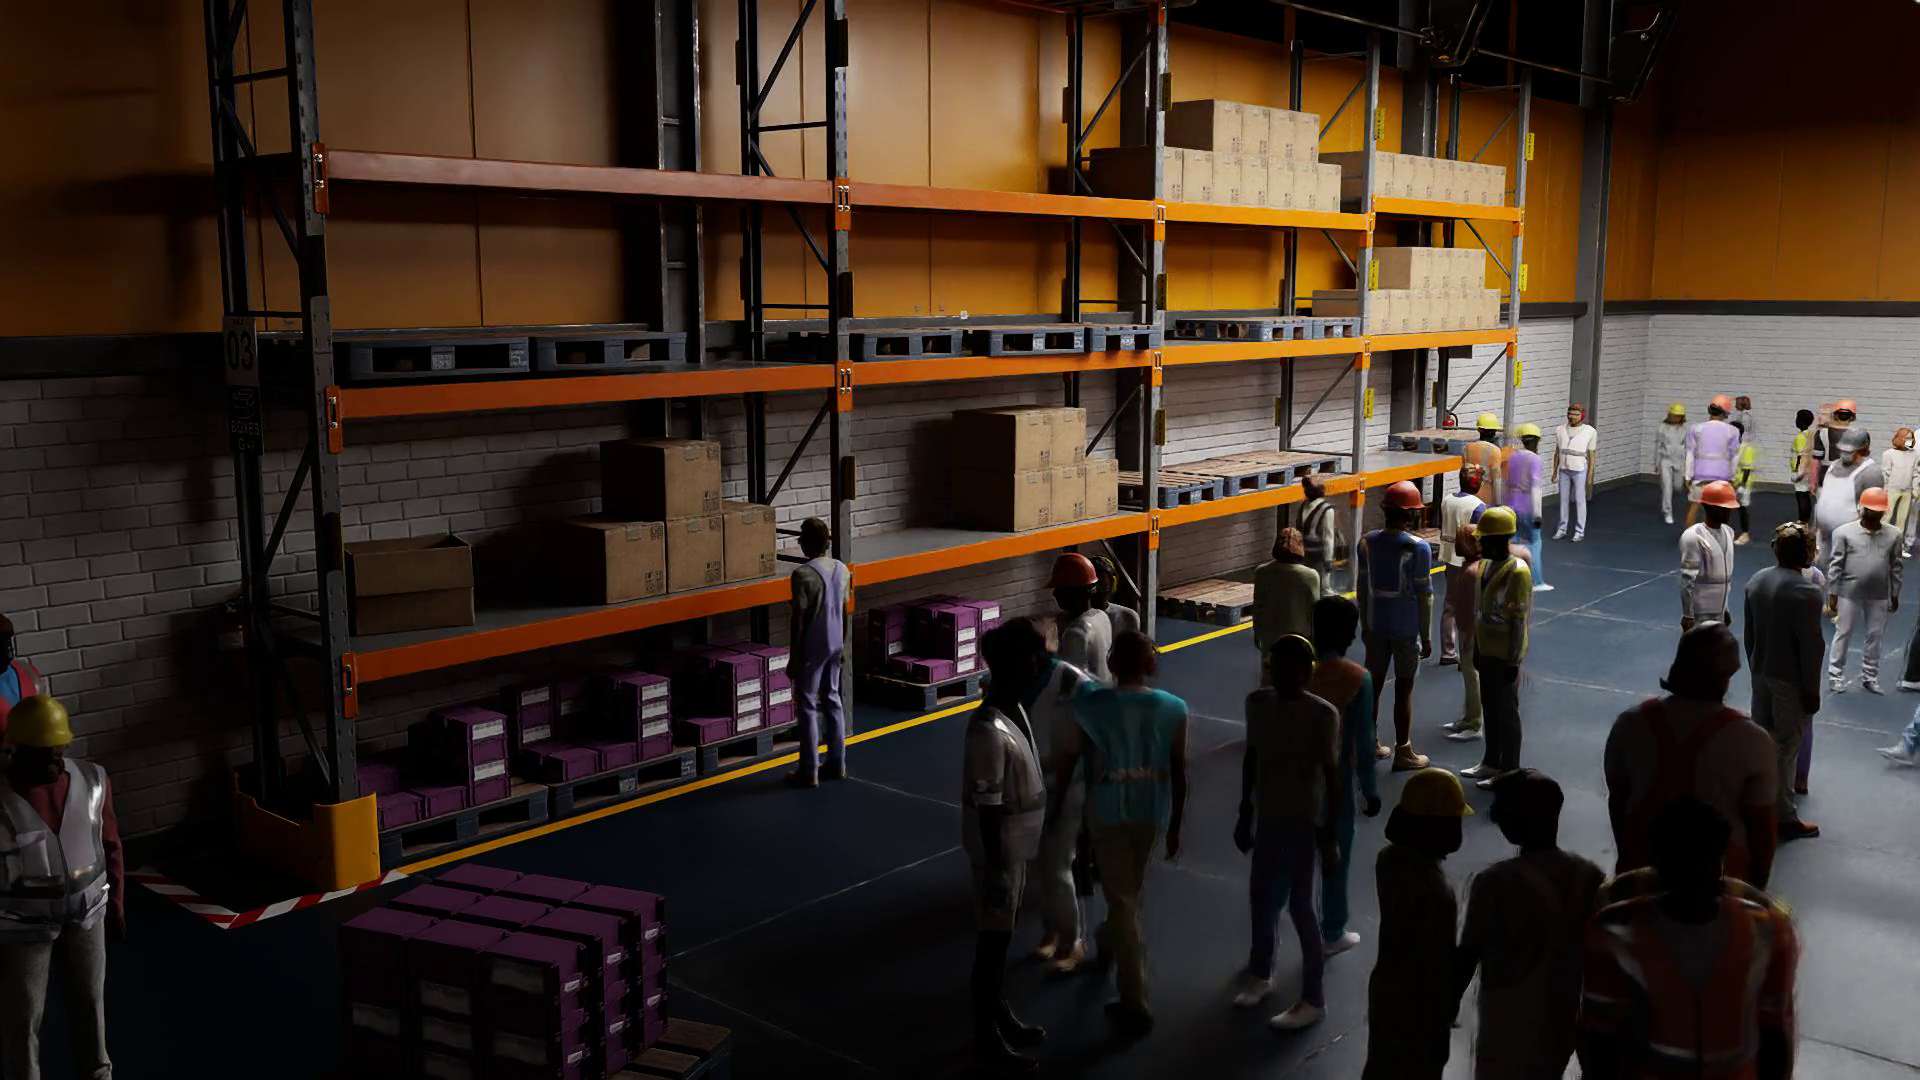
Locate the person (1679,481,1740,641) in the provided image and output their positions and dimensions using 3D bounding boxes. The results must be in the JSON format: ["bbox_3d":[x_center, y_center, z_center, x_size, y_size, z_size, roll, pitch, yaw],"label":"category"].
[{"bbox_3d":[5.698,0.507,12.643,0.551,1.934,0.373,-6,10,-32],"label":"person"}]

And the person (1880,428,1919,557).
[{"bbox_3d":[11.668,-0.586,20.685,0.502,1.627,0.281,-1,9,-8],"label":"person"}]

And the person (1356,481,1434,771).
[{"bbox_3d":[3.071,0.599,11.709,0.379,2.044,0.607,-7,11,-39],"label":"person"}]

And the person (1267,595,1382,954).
[{"bbox_3d":[1.817,1.193,8.374,0.587,1.889,0.623,-8,12,-42],"label":"person"}]

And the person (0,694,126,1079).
[{"bbox_3d":[-3.617,1.500,6.609,0.403,1.824,0.592,7,11,39],"label":"person"}]

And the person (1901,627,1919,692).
[{"bbox_3d":[8.315,0.348,13.877,0.938,1.868,0.604,-2,9,-13],"label":"person"}]

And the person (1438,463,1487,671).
[{"bbox_3d":[4.443,0.238,14.696,0.390,1.838,0.564,-3,9,-20],"label":"person"}]

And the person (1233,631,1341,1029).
[{"bbox_3d":[1.498,1.322,7.709,0.428,1.845,0.576,-8,12,-43],"label":"person"}]

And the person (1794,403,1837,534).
[{"bbox_3d":[11.023,-0.816,21.363,0.856,1.873,0.659,-2,9,-12],"label":"person"}]

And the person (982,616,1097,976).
[{"bbox_3d":[0.412,1.251,8.273,0.644,1.803,0.569,6,11,34],"label":"person"}]

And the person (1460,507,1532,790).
[{"bbox_3d":[3.632,0.731,11.278,0.393,1.919,0.581,-2,9,-11],"label":"person"}]

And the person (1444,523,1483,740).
[{"bbox_3d":[3.810,0.685,12.466,0.266,1.631,0.507,2,9,11],"label":"person"}]

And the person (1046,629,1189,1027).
[{"bbox_3d":[0.753,1.311,7.932,0.589,1.777,0.974,-3,9,-17],"label":"person"}]

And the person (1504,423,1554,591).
[{"bbox_3d":[6.171,-0.348,18.386,0.833,1.877,0.678,-2,9,-15],"label":"person"}]

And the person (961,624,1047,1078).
[{"bbox_3d":[0.195,1.327,7.257,0.361,1.964,0.613,2,9,10],"label":"person"}]

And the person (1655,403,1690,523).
[{"bbox_3d":[10.196,-1.120,23.838,0.488,1.723,0.655,1,9,7],"label":"person"}]

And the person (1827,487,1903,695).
[{"bbox_3d":[7.519,0.422,13.811,0.573,1.742,0.356,1,9,8],"label":"person"}]

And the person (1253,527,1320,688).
[{"bbox_3d":[2.409,0.715,12.307,0.503,1.625,0.294,4,10,26],"label":"person"}]

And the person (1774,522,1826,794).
[{"bbox_3d":[5.497,0.798,11.057,0.516,1.843,0.327,-5,10,-28],"label":"person"}]

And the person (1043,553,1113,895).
[{"bbox_3d":[0.656,1.026,9.332,0.386,1.929,0.543,4,10,22],"label":"person"}]

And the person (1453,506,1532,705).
[{"bbox_3d":[4.090,0.581,12.776,0.568,1.743,0.460,5,10,31],"label":"person"}]

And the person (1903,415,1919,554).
[{"bbox_3d":[12.102,-0.738,20.864,0.353,1.879,0.576,-8,12,-42],"label":"person"}]

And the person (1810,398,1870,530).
[{"bbox_3d":[10.599,-0.690,20.070,0.611,2.032,0.411,5,10,29],"label":"person"}]

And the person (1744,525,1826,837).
[{"bbox_3d":[5.117,0.864,10.333,0.372,1.940,0.630,-2,9,-12],"label":"person"}]

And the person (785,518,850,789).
[{"bbox_3d":[-0.962,0.762,11.340,0.339,1.833,0.522,8,12,40],"label":"person"}]

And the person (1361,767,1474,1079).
[{"bbox_3d":[1.625,1.652,5.922,0.338,1.735,0.486,-1,9,-8],"label":"person"}]

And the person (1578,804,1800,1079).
[{"bbox_3d":[2.301,1.702,5.299,0.639,1.824,0.530,6,11,34],"label":"person"}]

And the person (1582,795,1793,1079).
[{"bbox_3d":[2.160,1.702,4.935,0.627,1.934,0.626,2,9,12],"label":"person"}]

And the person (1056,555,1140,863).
[{"bbox_3d":[0.798,1.001,9.709,0.510,1.862,0.328,2,9,12],"label":"person"}]

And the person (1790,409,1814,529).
[{"bbox_3d":[11.504,-0.935,22.711,0.322,1.696,0.536,8,12,42],"label":"person"}]

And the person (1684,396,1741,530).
[{"bbox_3d":[9.490,-0.808,21.007,0.616,2.010,0.473,5,10,30],"label":"person"}]

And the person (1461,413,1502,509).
[{"bbox_3d":[6.013,-0.495,19.134,0.366,1.927,0.585,-4,10,-27],"label":"person"}]

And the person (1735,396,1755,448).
[{"bbox_3d":[12.402,-1.464,26.347,0.316,1.628,0.517,3,9,19],"label":"person"}]

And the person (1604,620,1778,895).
[{"bbox_3d":[3.089,1.332,6.984,0.536,2.000,0.687,-8,12,-44],"label":"person"}]

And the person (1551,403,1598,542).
[{"bbox_3d":[8.121,-0.892,21.995,0.375,1.836,0.566,-7,11,-39],"label":"person"}]

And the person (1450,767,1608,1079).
[{"bbox_3d":[1.893,1.647,5.662,0.506,1.823,0.494,-4,10,-24],"label":"person"}]

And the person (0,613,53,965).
[{"bbox_3d":[-4.679,1.254,8.132,0.429,1.842,0.633,2,9,13],"label":"person"}]

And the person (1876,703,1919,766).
[{"bbox_3d":[6.945,0.709,11.561,0.964,1.866,0.607,-2,9,-11],"label":"person"}]

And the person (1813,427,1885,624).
[{"bbox_3d":[8.826,-0.155,16.575,0.546,2.000,0.719,-3,9,-17],"label":"person"}]
